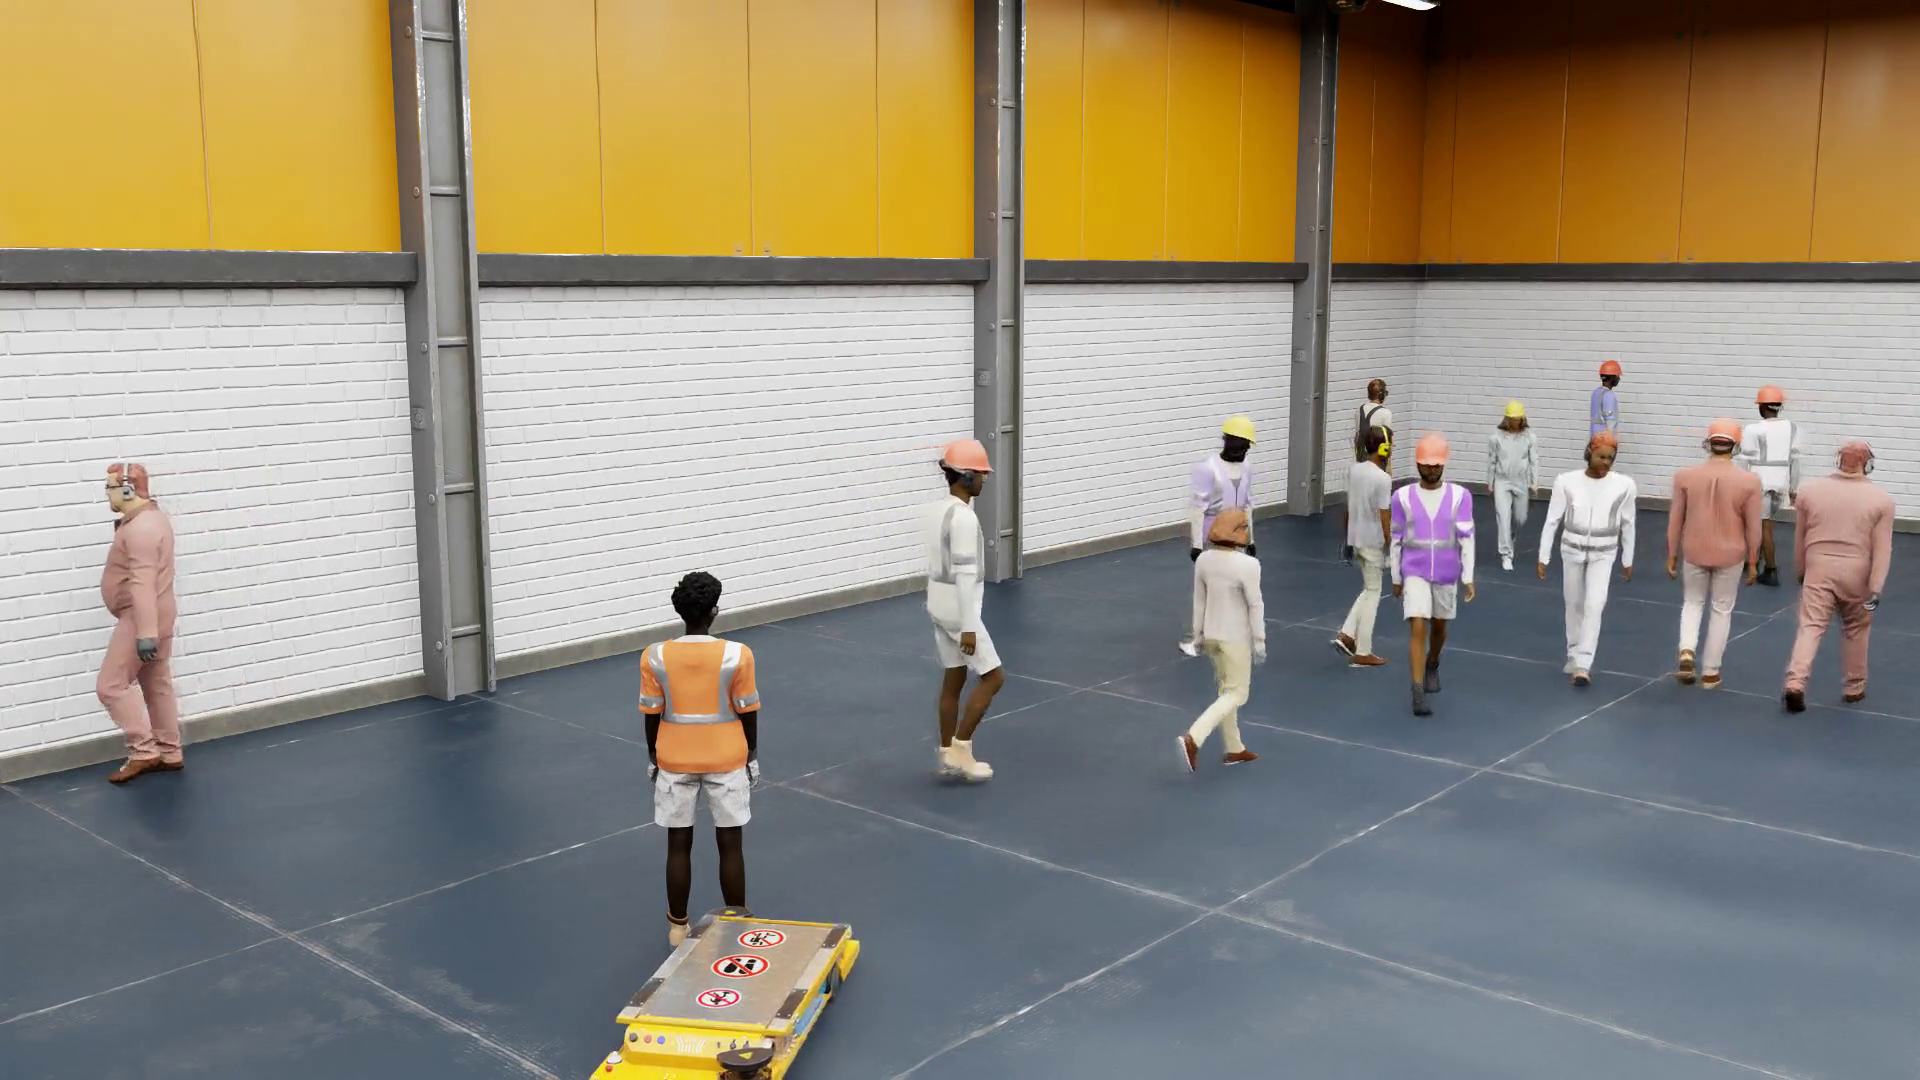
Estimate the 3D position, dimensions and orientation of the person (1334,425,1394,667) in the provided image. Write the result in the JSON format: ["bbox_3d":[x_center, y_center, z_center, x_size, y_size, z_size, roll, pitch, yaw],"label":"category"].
[{"bbox_3d":[3.133,0.050,12.622,0.383,1.852,0.558,-3,10,-20],"label":"person"}]

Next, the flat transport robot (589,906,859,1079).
[{"bbox_3d":[-0.880,1.805,6.563,0.652,0.197,1.431,2,9,10],"label":"flat transport robot"}]

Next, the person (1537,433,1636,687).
[{"bbox_3d":[4.546,0.145,12.094,0.623,1.826,0.991,4,10,26],"label":"person"}]

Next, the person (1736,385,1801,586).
[{"bbox_3d":[7.773,-0.545,16.178,0.559,1.901,0.883,-1,9,-7],"label":"person"}]

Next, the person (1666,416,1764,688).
[{"bbox_3d":[5.377,0.106,11.873,0.627,1.975,0.534,6,11,35],"label":"person"}]

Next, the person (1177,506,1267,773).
[{"bbox_3d":[1.561,0.598,9.936,0.680,1.613,0.506,-6,11,-33],"label":"person"}]

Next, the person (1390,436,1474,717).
[{"bbox_3d":[3.262,0.209,11.545,0.565,1.900,0.992,2,9,11],"label":"person"}]

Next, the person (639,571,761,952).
[{"bbox_3d":[-1.131,0.979,7.305,0.531,1.692,0.320,0,9,2],"label":"person"}]

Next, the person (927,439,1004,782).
[{"bbox_3d":[0.042,0.422,9.723,0.460,2.030,0.648,-3,9,-17],"label":"person"}]

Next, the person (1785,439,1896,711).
[{"bbox_3d":[6.009,0.244,11.390,0.638,1.870,0.954,8,12,40],"label":"person"}]

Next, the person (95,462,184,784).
[{"bbox_3d":[-4.885,0.487,9.764,0.541,1.891,0.687,-3,10,-19],"label":"person"}]

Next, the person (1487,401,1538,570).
[{"bbox_3d":[5.638,-0.588,17.049,0.494,1.714,0.747,1,9,7],"label":"person"}]

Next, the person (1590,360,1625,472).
[{"bbox_3d":[7.943,-1.236,20.445,0.362,1.934,0.551,0,9,1],"label":"person"}]

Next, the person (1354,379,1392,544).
[{"bbox_3d":[4.572,-0.862,18.429,0.341,1.839,0.501,-6,11,-33],"label":"person"}]

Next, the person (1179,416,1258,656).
[{"bbox_3d":[2.028,-0.030,13.027,0.661,1.890,0.552,-7,11,-38],"label":"person"}]
